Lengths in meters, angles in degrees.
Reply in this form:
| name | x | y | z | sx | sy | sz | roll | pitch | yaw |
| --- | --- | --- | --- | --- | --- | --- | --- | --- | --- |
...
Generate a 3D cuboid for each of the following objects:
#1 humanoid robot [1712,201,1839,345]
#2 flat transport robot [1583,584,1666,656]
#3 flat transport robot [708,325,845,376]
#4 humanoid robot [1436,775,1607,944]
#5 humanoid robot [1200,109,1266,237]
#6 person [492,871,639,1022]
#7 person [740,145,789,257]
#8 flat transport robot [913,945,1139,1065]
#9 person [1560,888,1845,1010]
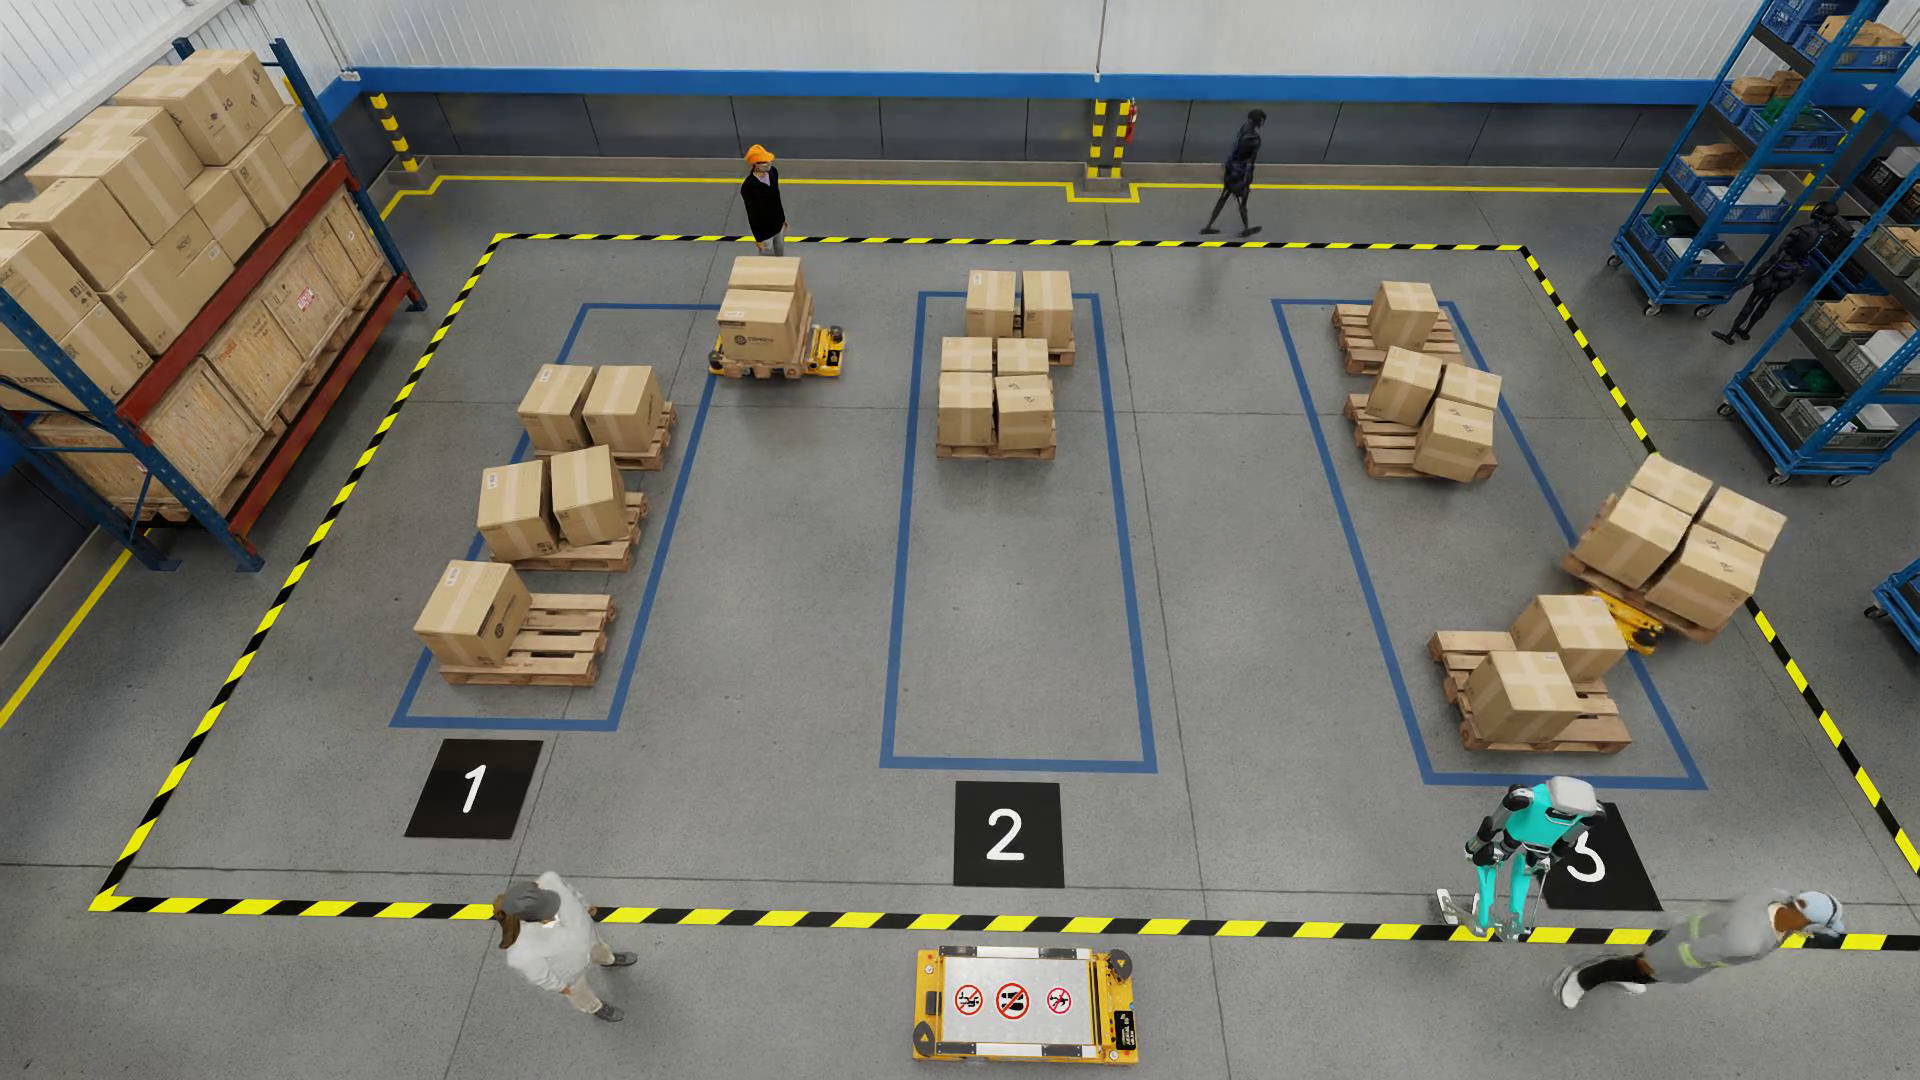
| name | x | y | z | sx | sy | sz | roll | pitch | yaw |
| --- | --- | --- | --- | --- | --- | --- | --- | --- | --- |
| humanoid robot | 8.840 | -2.880 | 9.915 | 0.599 | 1.657 | 0.315 | -11 | 52 | -9 |
| flat transport robot | 6.089 | 0.361 | 8.174 | 0.652 | 0.197 | 1.431 | 36 | 59 | 26 |
| flat transport robot | -2.033 | -2.124 | 10.200 | 1.431 | 0.197 | 0.652 | 1 | 51 | 1 |
| humanoid robot | 3.474 | 2.124 | 5.722 | 0.533 | 1.674 | 0.735 | 10 | 52 | 8 |
| humanoid robot | 3.482 | -4.503 | 11.267 | 0.735 | 1.630 | 0.595 | -7 | 51 | -6 |
| person | -2.374 | 2.446 | 5.524 | 0.400 | 1.766 | 0.563 | 2 | 51 | 2 |
| person | -2.143 | -3.524 | 10.317 | 0.359 | 1.884 | 0.586 | 20 | 53 | 15 |
| flat transport robot | 0.422 | 3.041 | 6.007 | 1.431 | 0.231 | 0.659 | 1 | 51 | 1 |
| person | 4.364 | 2.476 | 5.474 | 0.749 | 1.807 | 0.448 | -21 | 54 | -16 |
